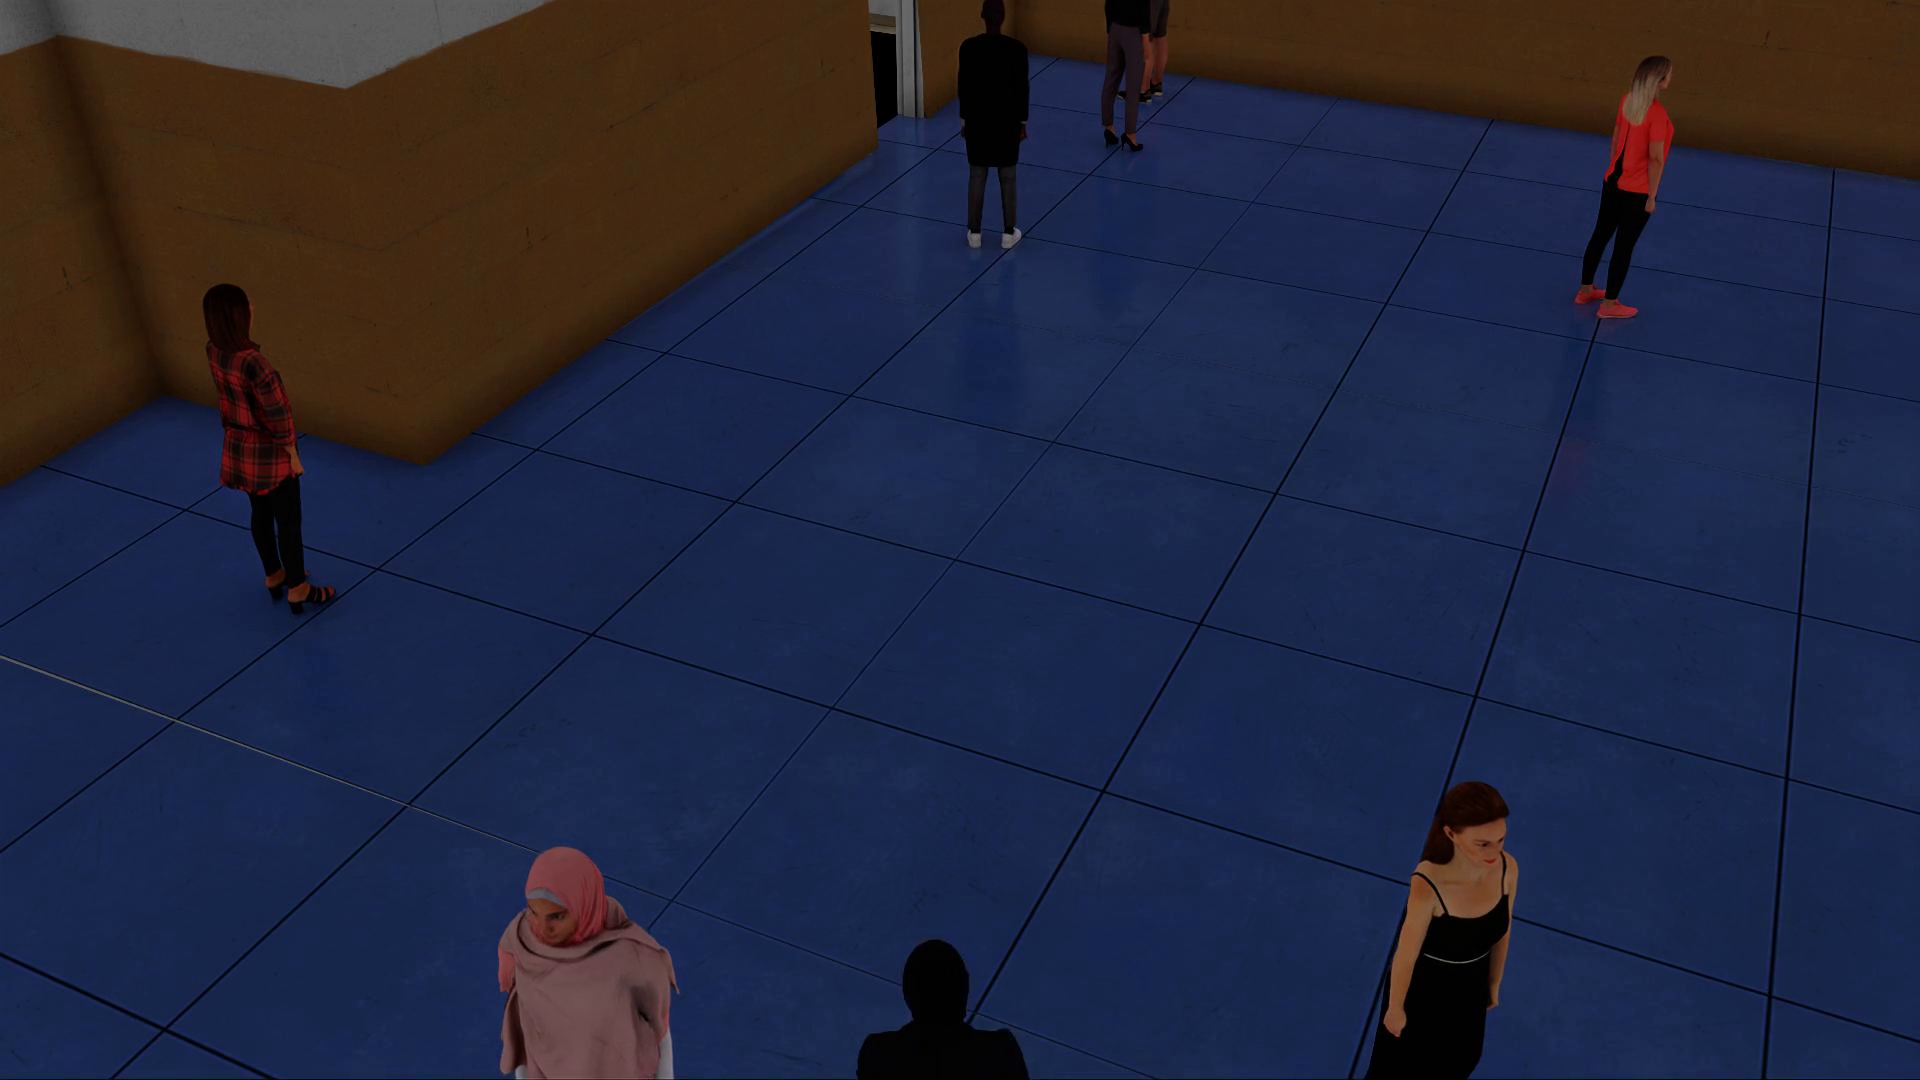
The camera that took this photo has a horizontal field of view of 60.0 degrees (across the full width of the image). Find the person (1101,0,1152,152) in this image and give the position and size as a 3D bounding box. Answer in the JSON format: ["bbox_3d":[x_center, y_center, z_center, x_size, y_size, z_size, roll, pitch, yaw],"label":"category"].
[{"bbox_3d":[1.312,-3.918,13.179,0.727,1.667,0.588,-28,43,-35],"label":"person"}]

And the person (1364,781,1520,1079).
[{"bbox_3d":[1.497,1.392,5.237,0.672,1.623,0.729,-12,36,-18],"label":"person"}]

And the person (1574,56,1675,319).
[{"bbox_3d":[4.285,-2.266,10.671,0.725,1.693,0.676,-10,35,-14],"label":"person"}]

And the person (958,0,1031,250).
[{"bbox_3d":[0.224,-2.883,11.537,0.602,1.761,0.768,4,34,6],"label":"person"}]

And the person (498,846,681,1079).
[{"bbox_3d":[-1.049,1.574,4.800,0.638,1.803,0.770,3,34,5],"label":"person"}]

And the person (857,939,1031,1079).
[{"bbox_3d":[-0.031,1.842,4.415,1.158,1.784,0.960,3,34,4],"label":"person"}]

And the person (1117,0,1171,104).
[{"bbox_3d":[1.635,-4.678,14.148,0.668,1.859,0.733,24,40,31],"label":"person"}]

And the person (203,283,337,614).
[{"bbox_3d":[-3.322,-0.427,7.899,0.527,1.702,0.704,20,39,27],"label":"person"}]
